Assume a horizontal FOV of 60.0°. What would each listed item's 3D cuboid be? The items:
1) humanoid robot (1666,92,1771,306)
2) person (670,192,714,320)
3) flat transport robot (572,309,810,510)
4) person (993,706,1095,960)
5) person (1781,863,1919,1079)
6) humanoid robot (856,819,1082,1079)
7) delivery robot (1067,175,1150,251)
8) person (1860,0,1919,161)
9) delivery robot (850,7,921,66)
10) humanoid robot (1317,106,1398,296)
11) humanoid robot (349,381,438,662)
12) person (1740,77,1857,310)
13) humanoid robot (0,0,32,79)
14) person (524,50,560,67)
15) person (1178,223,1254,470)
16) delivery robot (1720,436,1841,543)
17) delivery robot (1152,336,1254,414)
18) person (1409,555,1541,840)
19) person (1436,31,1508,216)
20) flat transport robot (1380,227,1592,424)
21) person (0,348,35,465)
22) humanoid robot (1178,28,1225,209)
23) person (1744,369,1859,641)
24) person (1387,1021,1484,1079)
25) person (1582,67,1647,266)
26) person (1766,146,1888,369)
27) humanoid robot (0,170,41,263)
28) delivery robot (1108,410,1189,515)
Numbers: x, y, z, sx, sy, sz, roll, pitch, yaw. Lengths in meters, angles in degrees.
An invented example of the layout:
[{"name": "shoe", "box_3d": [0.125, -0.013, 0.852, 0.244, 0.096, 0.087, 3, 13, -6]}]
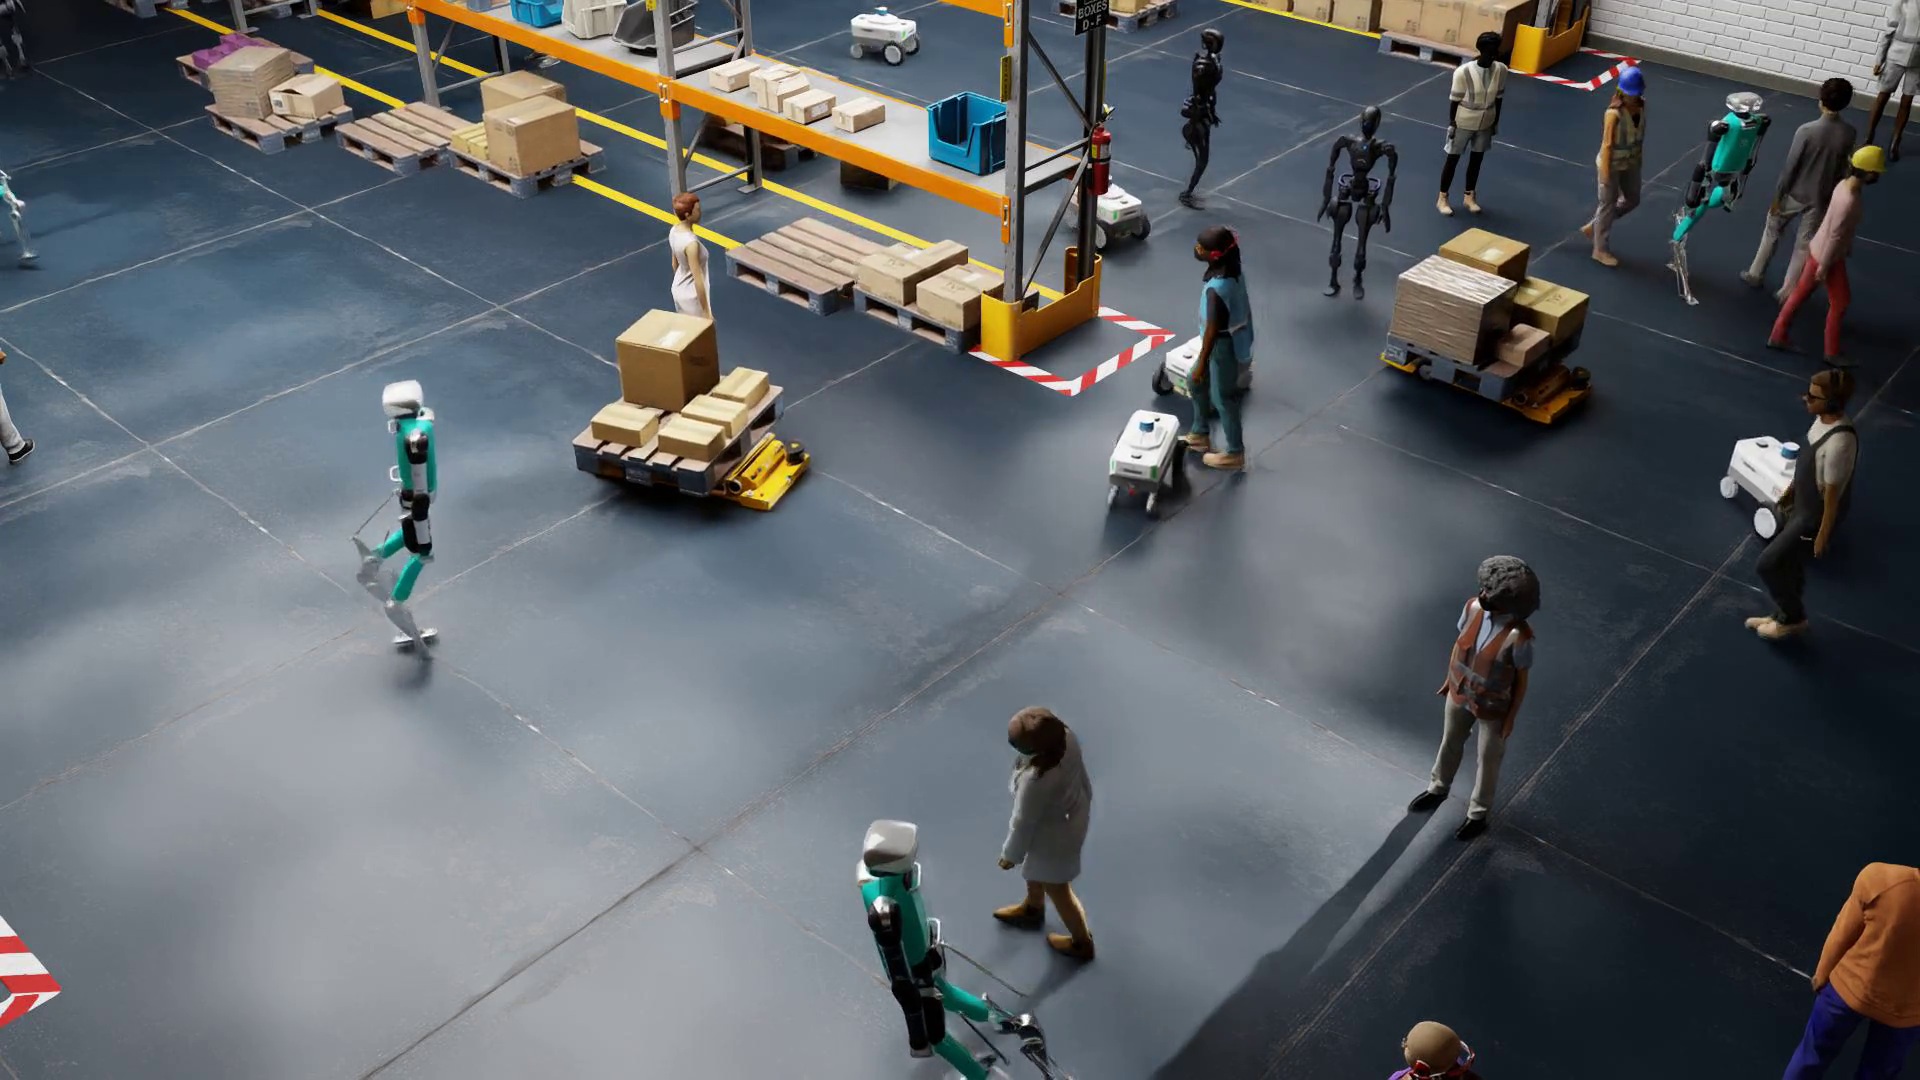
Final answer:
[{"name": "humanoid robot", "box_3d": [6.115, -2.883, 13.726, 0.552, 1.793, 0.848, -10, 36, -14]}, {"name": "person", "box_3d": [-1.933, -1.738, 12.100, 0.270, 1.659, 0.461, -18, 38, -24]}, {"name": "flat transport robot", "box_3d": [-1.836, -0.582, 11.653, 1.431, 0.231, 0.659, 13, 37, 18]}, {"name": "person", "box_3d": [0.375, 1.330, 7.678, 0.612, 1.619, 0.539, 10, 36, 14]}, {"name": "person", "box_3d": [3.720, 1.812, 6.691, 0.516, 1.974, 0.397, 20, 40, 27]}, {"name": "humanoid robot", "box_3d": [0.113, 1.858, 6.839, 1.035, 1.752, 0.559, 0, 35, 0]}, {"name": "delivery robot", "box_3d": [1.305, -2.945, 14.831, 0.499, 0.601, 0.796, -21, 40, -27]}, {"name": "person", "box_3d": [9.152, -4.634, 16.070, 0.546, 1.926, 0.388, 14, 37, 19]}, {"name": "delivery robot", "box_3d": [-0.862, -5.731, 18.849, 0.774, 0.581, 0.499, 14, 37, 20]}, {"name": "humanoid robot", "box_3d": [3.248, -2.762, 13.598, 0.603, 1.662, 0.384, 11, 36, 16]}, {"name": "humanoid robot", "box_3d": [-3.294, -0.033, 9.642, 0.717, 1.865, 0.533, -11, 36, -15]}, {"name": "person", "box_3d": [6.853, -2.844, 13.516, 0.555, 1.877, 0.738, 4, 35, 6]}, {"name": "humanoid robot", "box_3d": [-10.561, -5.891, 18.113, 0.590, 1.645, 0.478, -17, 38, -23]}, {"name": "person", "box_3d": [-4.728, -6.147, 18.409, 0.328, 1.751, 0.567, -26, 42, -32]}, {"name": "person", "box_3d": [1.704, -1.299, 11.313, 0.696, 1.833, 0.532, 8, 35, 11]}, {"name": "delivery robot", "box_3d": [5.474, -0.357, 11.082, 0.499, 0.603, 0.792, -8, 35, -12]}, {"name": "delivery robot", "box_3d": [1.863, -1.326, 12.470, 0.783, 0.584, 0.499, -27, 43, -34]}, {"name": "person", "box_3d": [2.633, 0.798, 8.402, 0.316, 1.687, 0.442, -22, 40, -29]}, {"name": "person", "box_3d": [4.629, -3.756, 15.003, 0.531, 1.692, 0.319, -7, 35, -11]}, {"name": "flat transport robot", "box_3d": [4.016, -1.319, 12.721, 1.431, 0.231, 0.659, 28, 44, 34]}, {"name": "person", "box_3d": [-6.857, -1.324, 11.348, 0.589, 1.837, 0.404, -7, 35, -9]}, {"name": "humanoid robot", "box_3d": [2.186, -3.844, 15.151, 0.325, 1.651, 0.616, 16, 38, 22]}, {"name": "person", "box_3d": [4.920, -0.157, 9.671, 0.441, 1.821, 0.586, 9, 36, 13]}, {"name": "person", "box_3d": [1.638, 2.370, 6.121, 0.345, 1.693, 0.483, 22, 40, 28]}, {"name": "person", "box_3d": [5.580, -3.188, 14.124, 0.515, 1.747, 0.436, -20, 39, -26]}, {"name": "person", "box_3d": [6.738, -2.153, 12.638, 0.770, 1.740, 0.526, 11, 36, 16]}, {"name": "humanoid robot", "box_3d": [-8.266, -3.056, 13.987, 1.037, 1.771, 0.545, 14, 37, 20]}, {"name": "delivery robot", "box_3d": [1.272, -0.580, 11.414, 0.499, 0.612, 0.796, 11, 36, 16]}]
